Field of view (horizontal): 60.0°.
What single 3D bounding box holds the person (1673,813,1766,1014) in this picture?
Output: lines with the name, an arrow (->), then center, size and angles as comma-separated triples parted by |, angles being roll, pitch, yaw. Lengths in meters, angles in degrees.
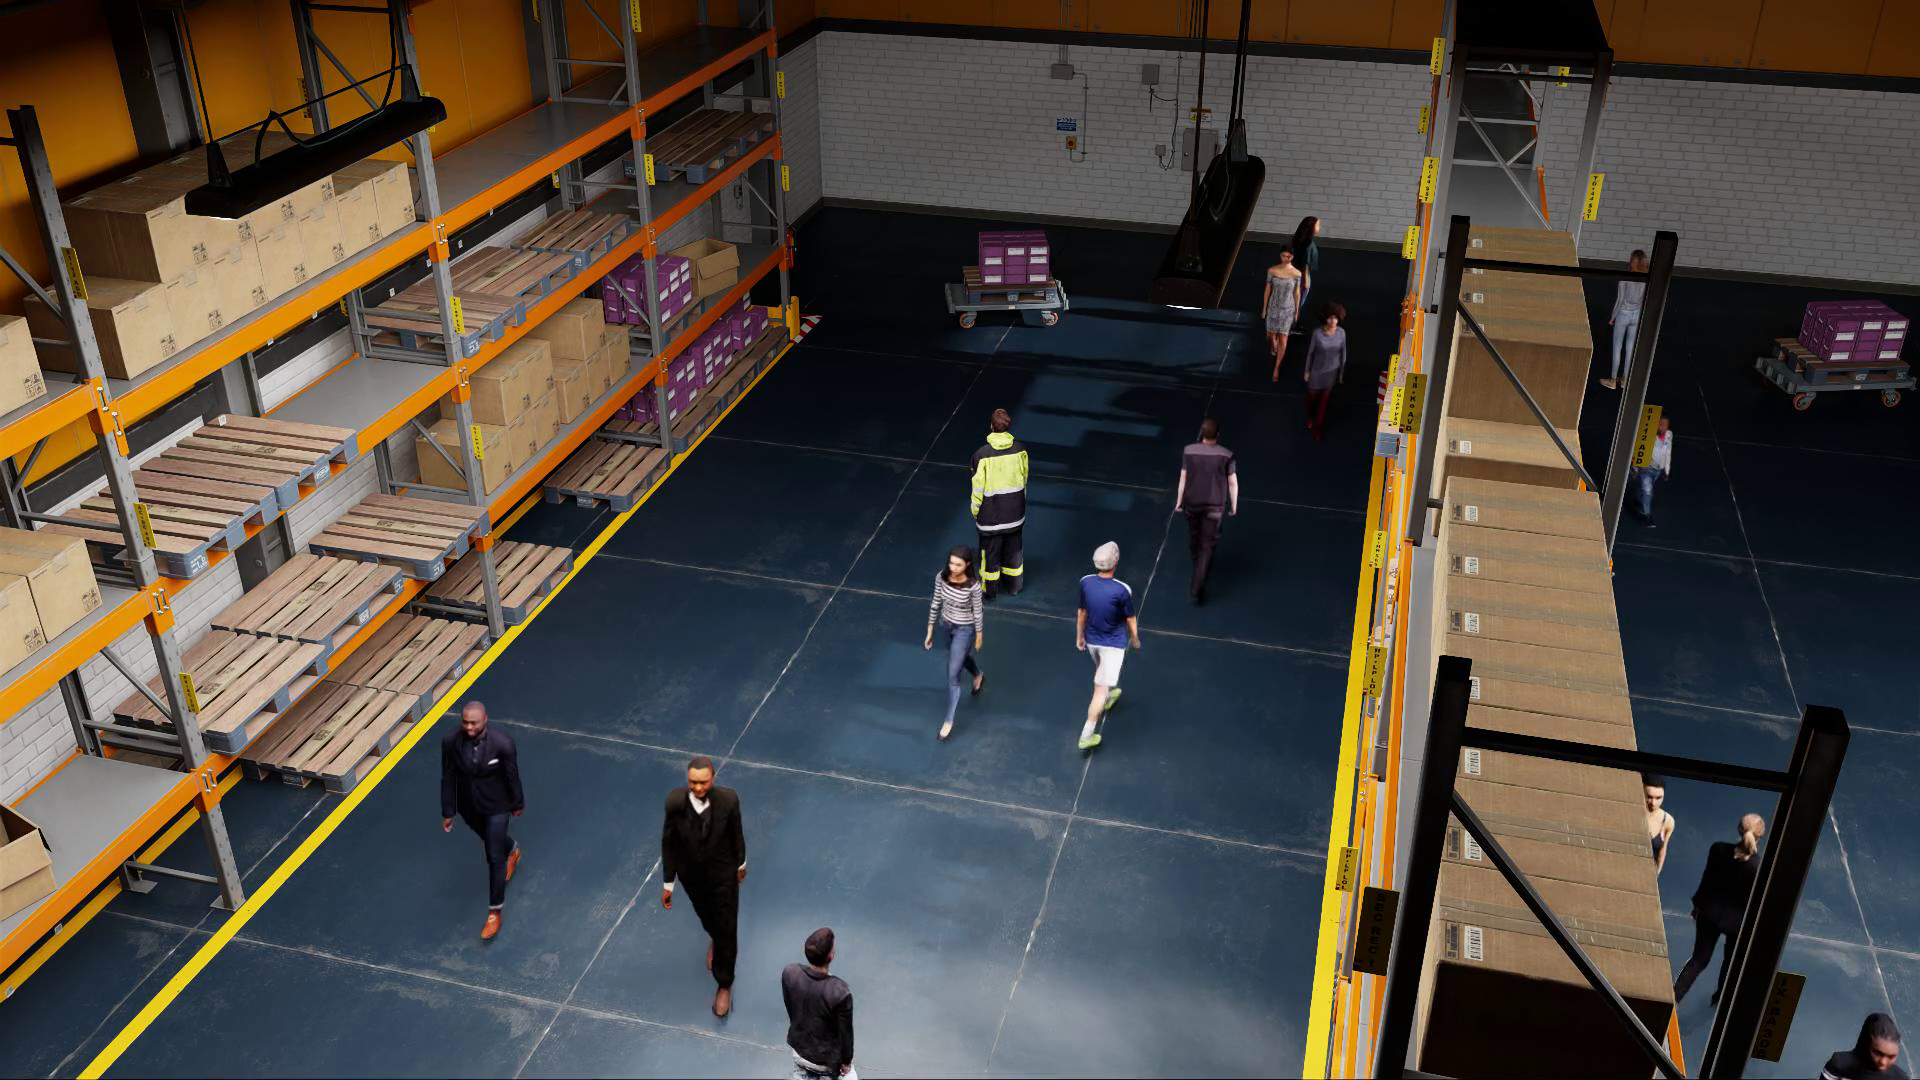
person -> 5.037, 2.594, 11.071 | 1.154, 1.669, 0.996 | -22, 35, -34

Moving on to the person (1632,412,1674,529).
person -> 7.376, -0.807, 17.769 | 0.673, 1.226, 0.917 | -2, 29, -4

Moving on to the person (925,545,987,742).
person -> 0.020, 0.792, 14.290 | 0.837, 1.749, 1.205 | 17, 33, 28

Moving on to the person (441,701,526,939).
person -> -3.457, 1.907, 12.218 | 0.733, 1.777, 1.190 | 5, 29, 10

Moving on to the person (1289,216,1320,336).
person -> 4.615, -3.582, 22.450 | 0.690, 1.613, 0.576 | 2, 29, 4

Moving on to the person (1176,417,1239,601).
person -> 2.374, -0.291, 16.211 | 0.828, 1.812, 1.233 | 11, 31, 20

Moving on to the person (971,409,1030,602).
person -> 0.377, -0.350, 16.141 | 0.868, 1.982, 0.905 | -13, 31, -22

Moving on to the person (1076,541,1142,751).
person -> 1.190, 0.917, 14.015 | 0.935, 1.793, 1.283 | 18, 34, 30

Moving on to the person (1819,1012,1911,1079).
person -> 5.062, 3.386, 9.562 | 0.636, 1.722, 0.828 | 9, 30, 16

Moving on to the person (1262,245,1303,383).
person -> 4.065, -2.902, 21.005 | 0.614, 1.804, 0.864 | 9, 30, 15

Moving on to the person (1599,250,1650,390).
person -> 8.320, -2.759, 20.752 | 0.658, 1.796, 0.652 | -7, 29, -12

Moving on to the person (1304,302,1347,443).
person -> 4.238, -1.983, 19.432 | 0.684, 1.698, 0.750 | 2, 29, 3

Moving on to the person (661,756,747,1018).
person -> -1.741, 2.234, 11.523 | 0.847, 1.868, 1.183 | 2, 29, 4

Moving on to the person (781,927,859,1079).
person -> -0.884, 3.124, 9.957 | 0.788, 1.805, 1.116 | 12, 31, 20

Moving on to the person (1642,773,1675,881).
person -> 4.640, 2.293, 11.569 | 0.550, 1.720, 0.608 | 7, 29, 13
